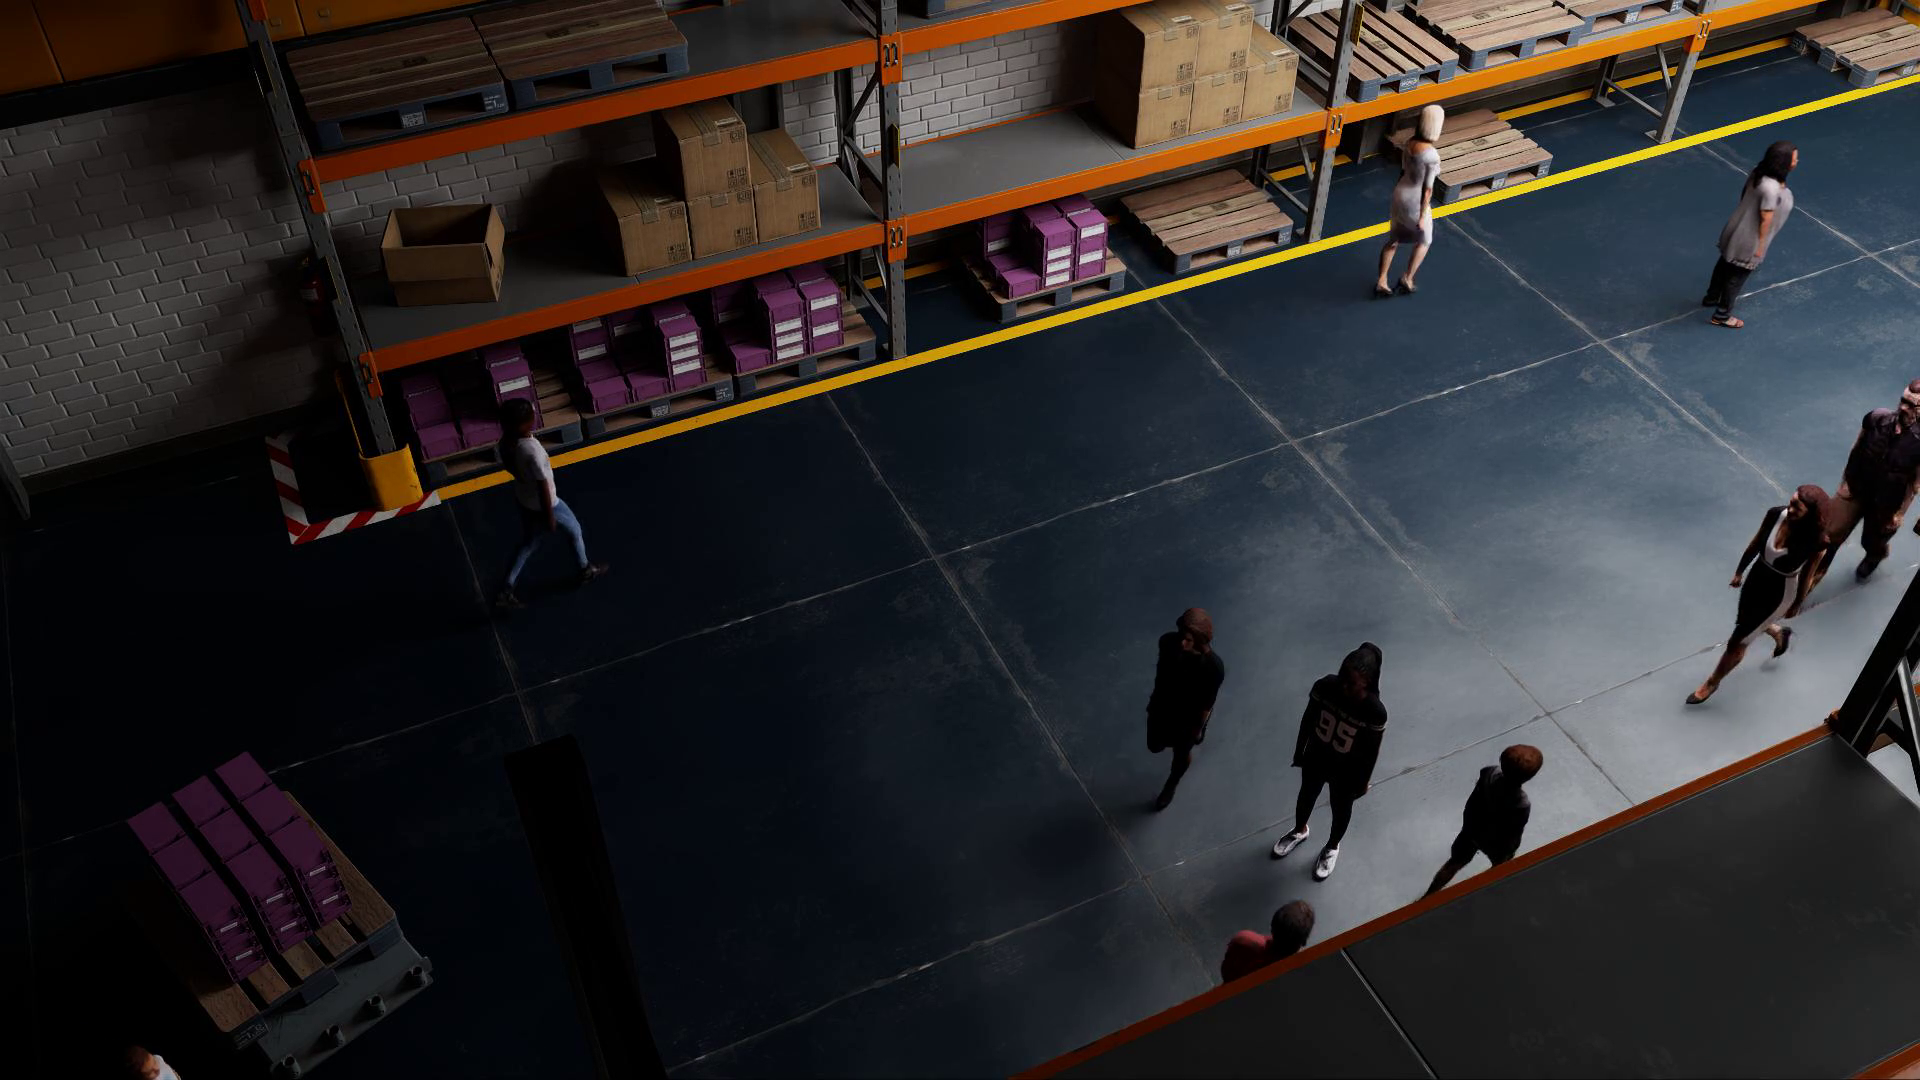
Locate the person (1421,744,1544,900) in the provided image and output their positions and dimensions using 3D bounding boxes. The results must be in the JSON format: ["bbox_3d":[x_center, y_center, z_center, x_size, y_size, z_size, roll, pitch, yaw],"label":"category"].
[{"bbox_3d":[2.875,1.635,9.195,0.954,1.423,0.606,-24,48,-23],"label":"person"}]

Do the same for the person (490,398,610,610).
[{"bbox_3d":[-2.841,-0.206,10.935,1.159,1.688,0.814,-32,52,-29],"label":"person"}]

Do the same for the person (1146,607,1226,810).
[{"bbox_3d":[1.355,0.945,9.725,0.745,1.692,0.822,30,51,28],"label":"person"}]

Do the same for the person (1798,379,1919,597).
[{"bbox_3d":[6.105,-0.335,10.982,1.222,1.811,0.882,-30,51,-28],"label":"person"}]

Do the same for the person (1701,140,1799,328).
[{"bbox_3d":[6.354,-2.489,13.388,0.793,1.610,0.752,1,44,1],"label":"person"}]

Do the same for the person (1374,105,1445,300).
[{"bbox_3d":[3.604,-2.688,13.509,0.638,1.731,0.596,-22,48,-21],"label":"person"}]

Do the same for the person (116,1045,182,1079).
[{"bbox_3d":[-3.985,2.792,8.276,0.611,1.014,0.540,1,44,1],"label":"person"}]

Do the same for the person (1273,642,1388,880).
[{"bbox_3d":[2.114,1.247,9.380,0.706,1.729,0.718,27,50,26],"label":"person"}]

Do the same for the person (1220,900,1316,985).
[{"bbox_3d":[1.412,2.402,8.108,0.814,1.813,0.841,33,53,30],"label":"person"}]

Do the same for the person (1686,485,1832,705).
[{"bbox_3d":[5.064,0.317,10.326,1.058,1.772,0.615,-19,47,-19],"label":"person"}]
